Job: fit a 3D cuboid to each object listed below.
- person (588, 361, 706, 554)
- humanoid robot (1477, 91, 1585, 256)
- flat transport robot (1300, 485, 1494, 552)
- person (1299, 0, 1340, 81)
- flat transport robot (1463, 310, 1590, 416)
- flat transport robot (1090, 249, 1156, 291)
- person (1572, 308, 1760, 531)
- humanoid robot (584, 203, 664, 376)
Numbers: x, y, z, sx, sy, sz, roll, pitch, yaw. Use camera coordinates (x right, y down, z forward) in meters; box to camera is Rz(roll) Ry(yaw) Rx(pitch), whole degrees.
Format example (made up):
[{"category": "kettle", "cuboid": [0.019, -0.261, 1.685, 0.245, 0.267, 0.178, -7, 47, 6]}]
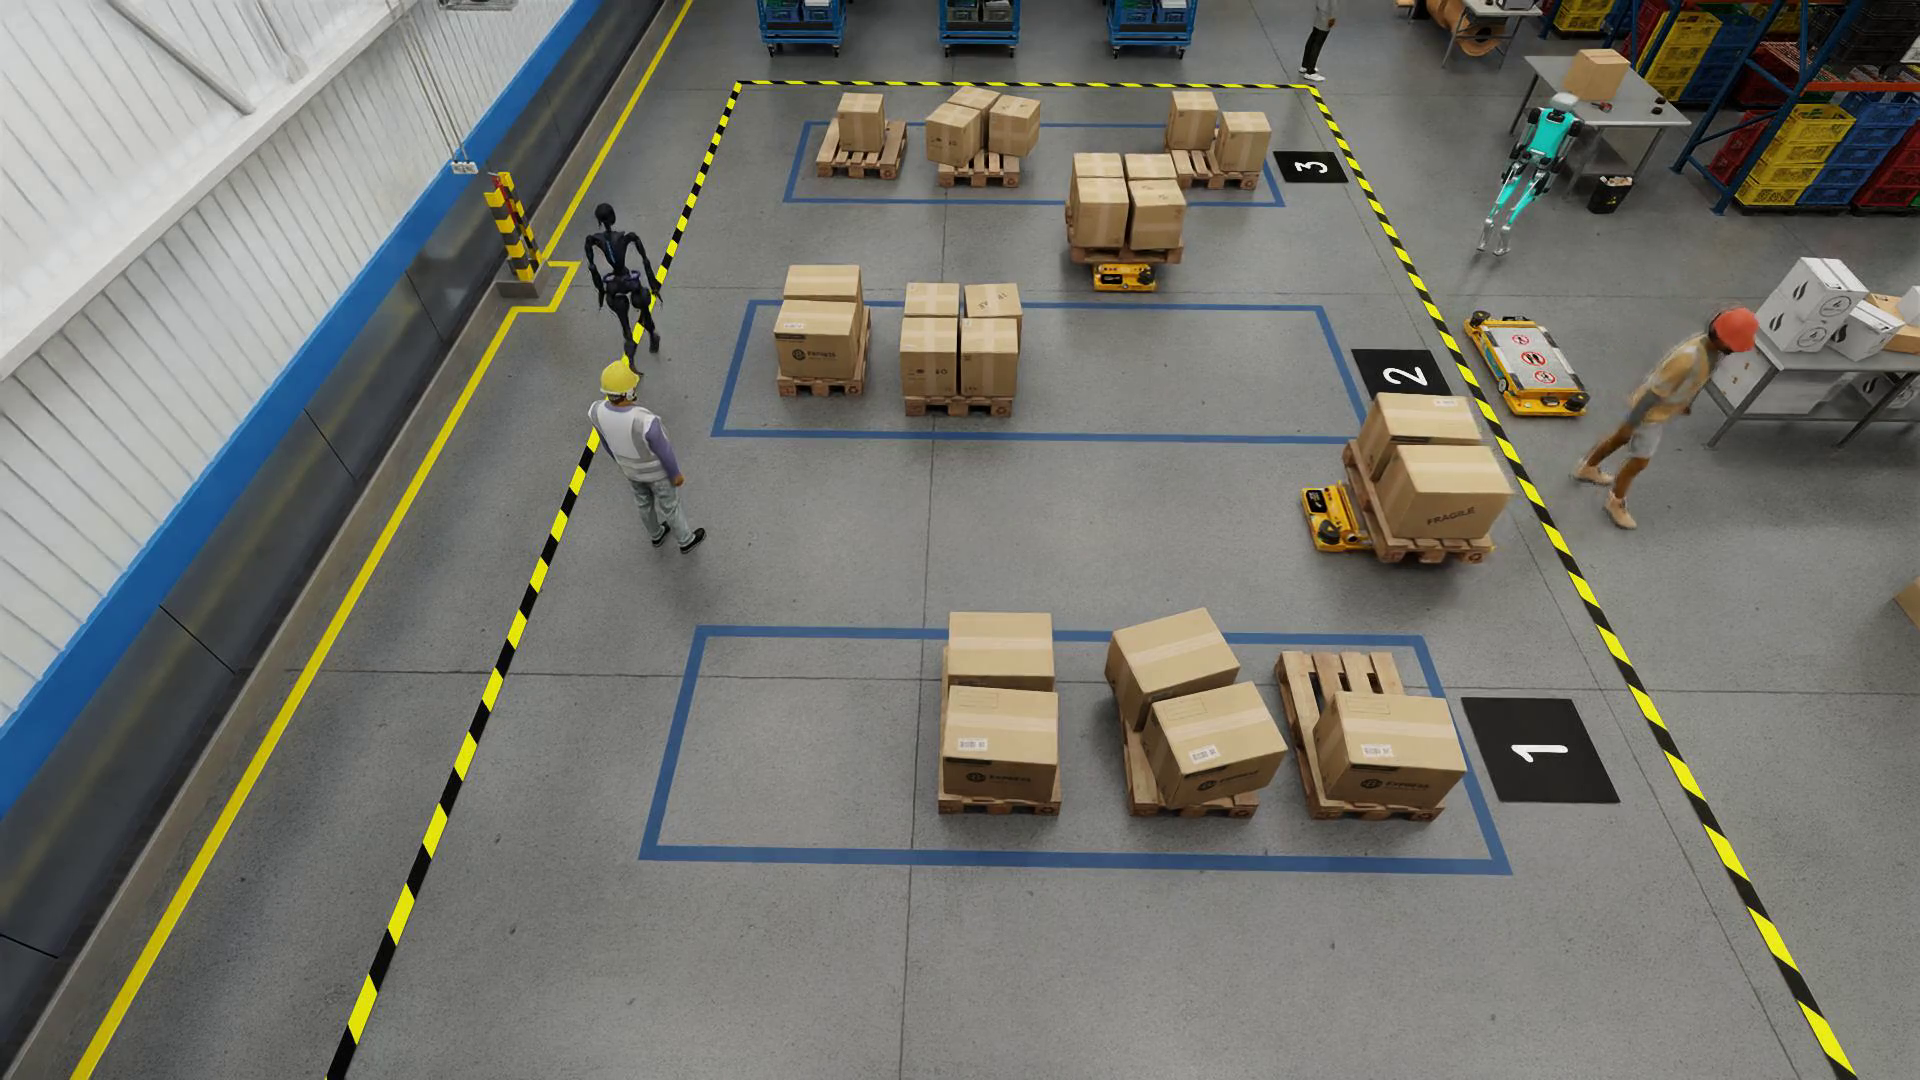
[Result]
[{"category": "person", "cuboid": [-2.390, -0.592, 7.013, 0.587, 1.829, 0.403, 15, 51, 13]}, {"category": "humanoid robot", "cuboid": [5.981, -3.819, 9.776, 0.735, 1.681, 0.533, -37, 58, -27]}, {"category": "flat transport robot", "cuboid": [3.668, -0.208, 7.694, 1.431, 0.197, 0.652, 1, 49, 1]}, {"category": "person", "cuboid": [5.241, -7.548, 13.020, 0.365, 1.852, 0.589, 0, 49, 0]}, {"category": "flat transport robot", "cuboid": [5.573, -1.757, 9.054, 0.659, 0.231, 1.431, 1, 49, 1]}, {"category": "flat transport robot", "cuboid": [1.807, -3.314, 10.383, 0.652, 0.197, 1.431, 1, 49, 1]}, {"category": "person", "cuboid": [5.632, -0.981, 7.235, 0.704, 1.999, 0.770, -30, 55, -23]}, {"category": "humanoid robot", "cuboid": [-3.162, -2.338, 8.671, 0.610, 1.646, 0.772, -6, 49, -5]}]
